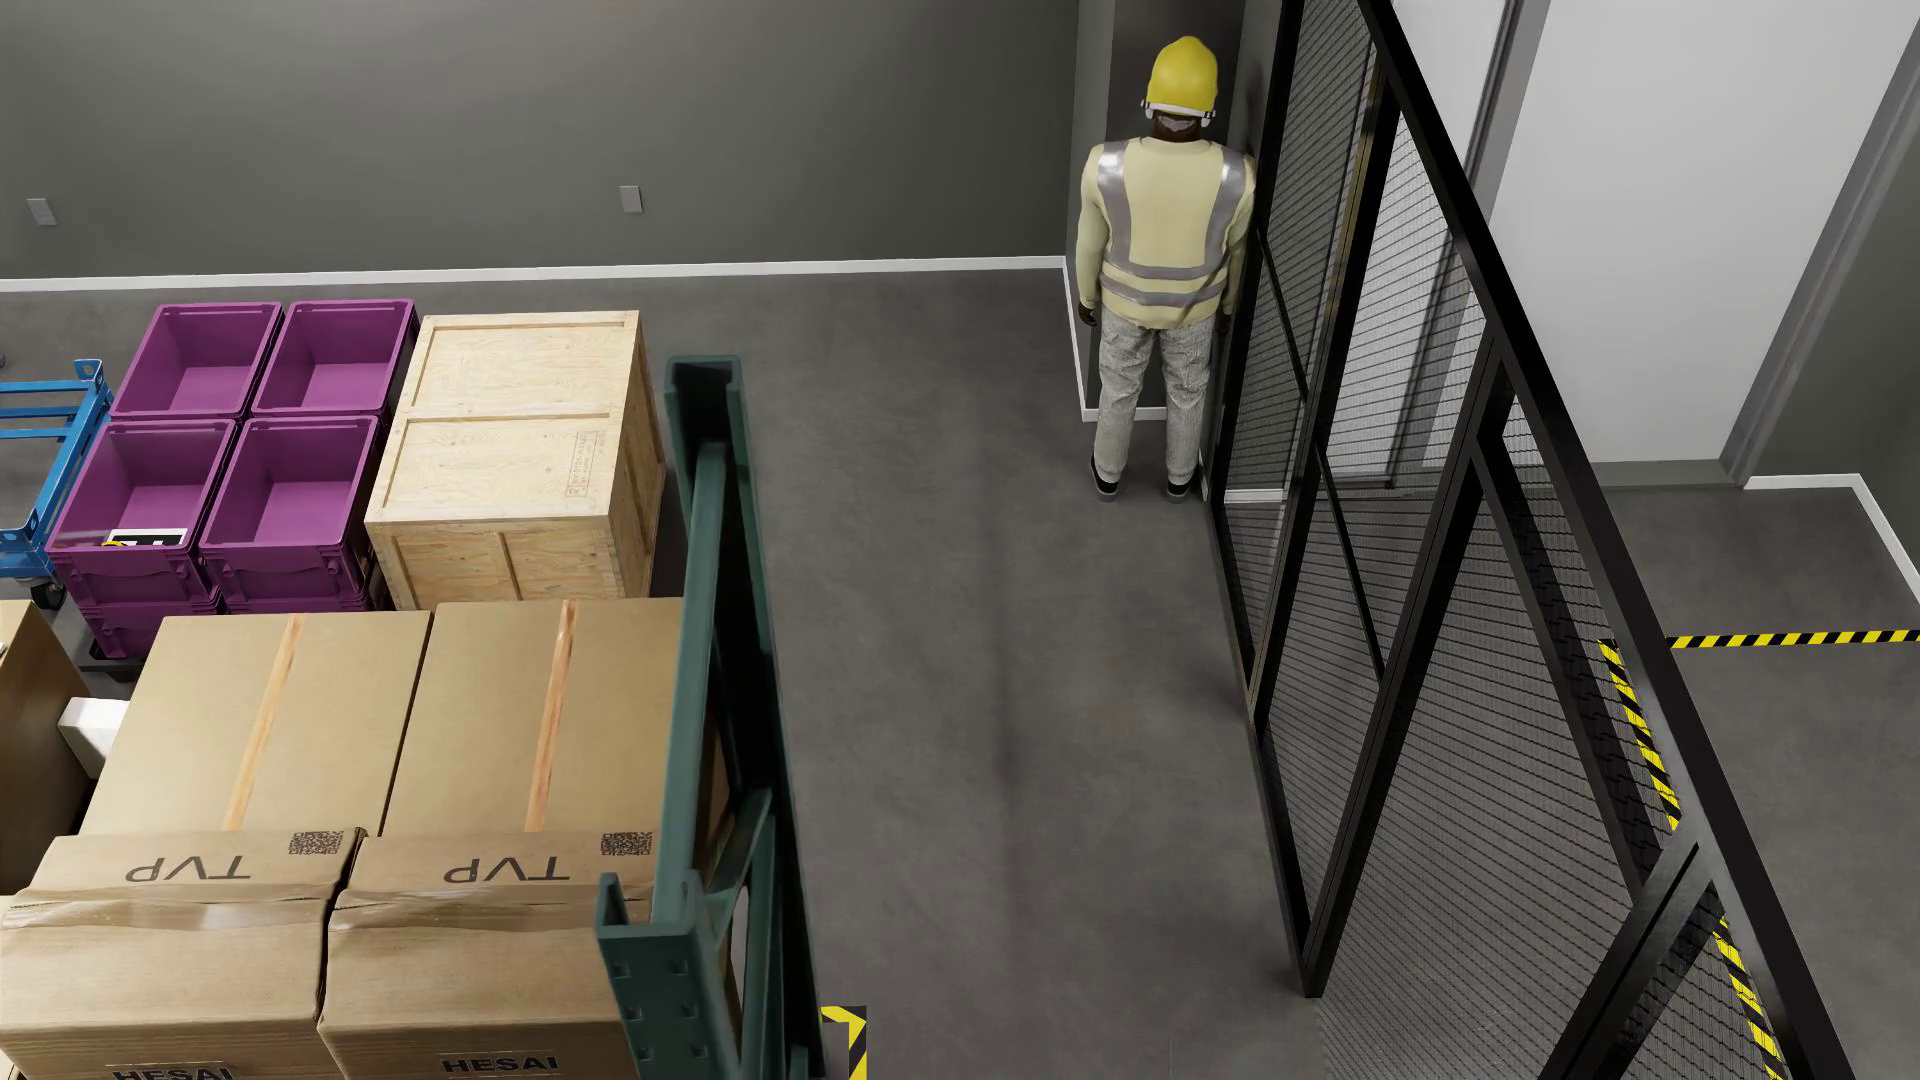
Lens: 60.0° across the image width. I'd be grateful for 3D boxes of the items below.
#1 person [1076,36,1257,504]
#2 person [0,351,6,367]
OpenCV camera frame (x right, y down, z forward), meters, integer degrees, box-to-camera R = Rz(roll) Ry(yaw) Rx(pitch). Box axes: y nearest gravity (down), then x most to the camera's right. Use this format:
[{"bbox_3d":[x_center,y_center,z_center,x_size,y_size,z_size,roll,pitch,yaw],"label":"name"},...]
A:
[{"bbox_3d":[0.682,-0.853,5.643,0.590,1.833,0.403,4,46,3],"label":"person"},{"bbox_3d":[-4.035,-1.265,5.964,0.369,1.939,0.631,-3,46,-3],"label":"person"}]
